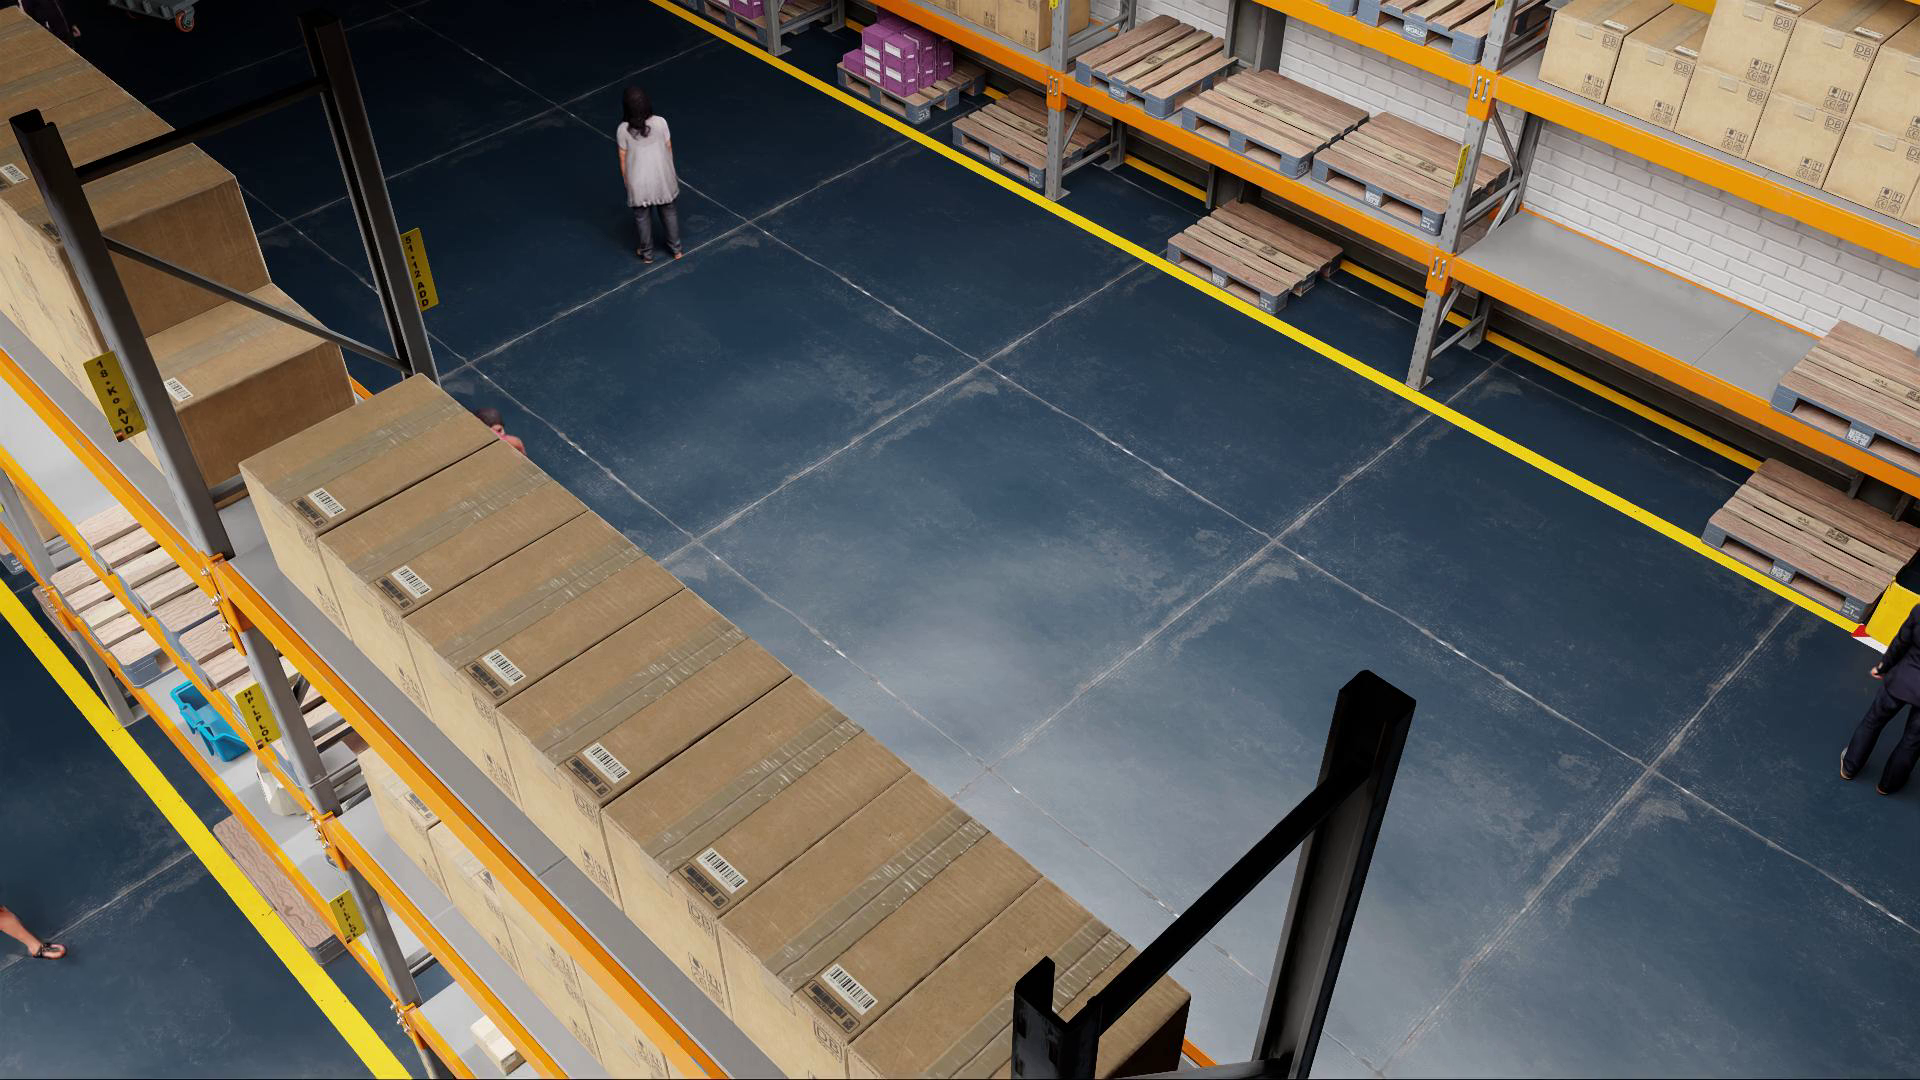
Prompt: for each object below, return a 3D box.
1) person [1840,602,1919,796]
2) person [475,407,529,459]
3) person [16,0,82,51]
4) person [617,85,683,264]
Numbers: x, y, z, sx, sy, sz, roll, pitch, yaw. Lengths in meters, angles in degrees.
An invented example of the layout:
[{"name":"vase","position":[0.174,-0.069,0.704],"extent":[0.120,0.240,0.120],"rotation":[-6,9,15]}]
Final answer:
[{"name":"person","position":[5.792,0.843,10.003],"extent":[0.535,1.815,0.755],"rotation":[31,52,28]},{"name":"person","position":[-3.079,-0.247,11.248],"extent":[0.586,1.676,1.111],"rotation":[-32,52,-29]},{"name":"person","position":[-8.732,-4.755,15.879],"extent":[0.974,1.815,0.915],"rotation":[1,44,1]},{"name":"person","position":[-2.682,-3.149,14.346],"extent":[0.758,1.604,0.801],"rotation":[-13,45,-13]}]
